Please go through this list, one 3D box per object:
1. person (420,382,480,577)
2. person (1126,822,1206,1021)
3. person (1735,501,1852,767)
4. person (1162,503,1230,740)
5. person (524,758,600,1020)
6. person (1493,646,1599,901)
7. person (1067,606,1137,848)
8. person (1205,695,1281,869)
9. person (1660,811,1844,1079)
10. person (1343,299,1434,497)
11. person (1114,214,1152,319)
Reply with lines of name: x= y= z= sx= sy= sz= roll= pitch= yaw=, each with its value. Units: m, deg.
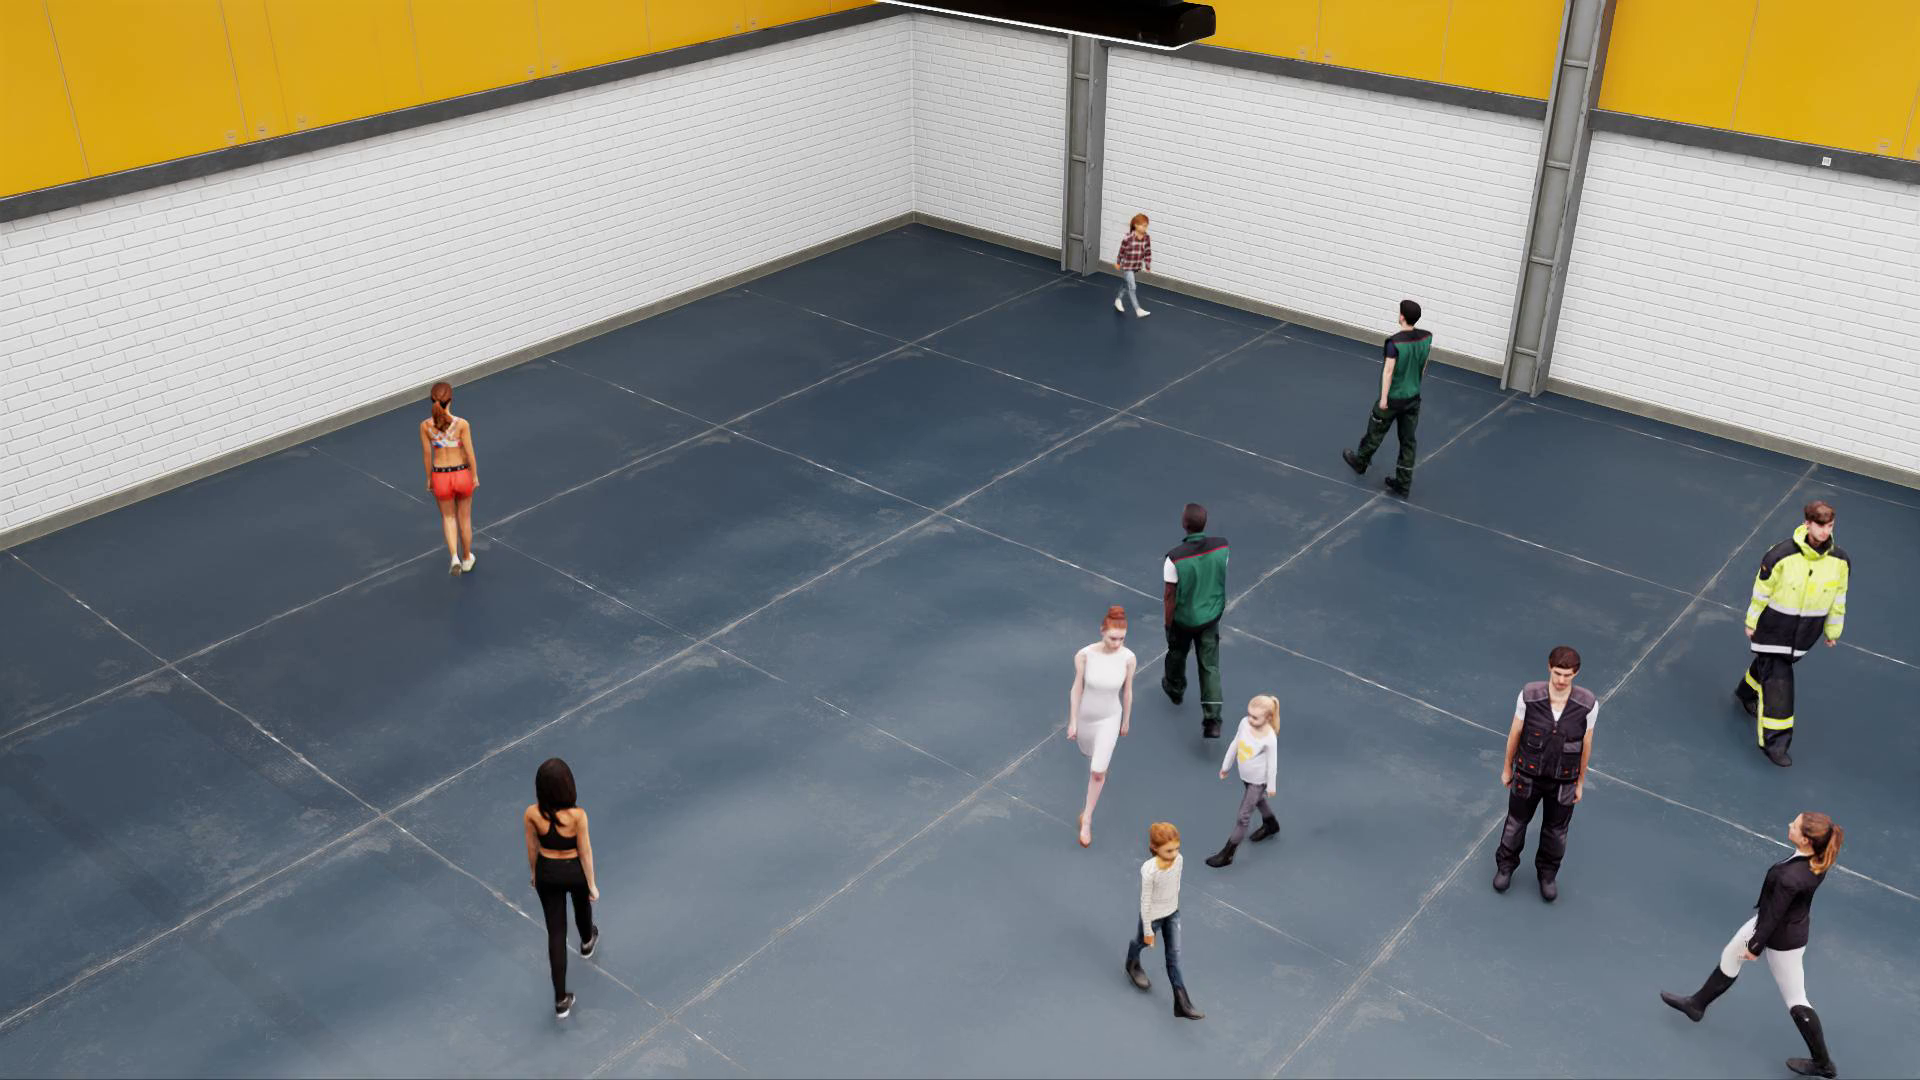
person: x=-4.325 y=-0.461 z=14.125 sx=0.867 sy=1.776 sz=0.947 roll=-5 pitch=29 yaw=-8
person: x=1.123 y=2.176 z=9.801 sx=0.666 sy=1.287 sz=0.957 roll=-17 pitch=33 yaw=-29
person: x=5.985 y=0.570 z=12.067 sx=1.295 sy=1.937 sz=1.335 roll=-1 pitch=29 yaw=-2
person: x=1.752 y=0.625 z=12.112 sx=1.161 sy=1.797 sz=1.307 roll=-5 pitch=29 yaw=-9
person: x=-2.342 y=2.037 z=9.721 sx=1.045 sy=1.606 sz=1.077 roll=-1 pitch=29 yaw=-2
person: x=3.720 y=1.454 z=10.541 sx=0.648 sy=1.846 sz=0.787 roll=9 pitch=30 yaw=15
person: x=0.926 y=1.170 z=11.154 sx=1.100 sy=1.758 sz=1.015 roll=6 pitch=29 yaw=11
person: x=1.993 y=1.544 z=11.001 sx=0.786 sy=1.247 sz=0.909 roll=-14 pitch=32 yaw=-24
person: x=4.623 y=2.273 z=9.213 sx=1.198 sy=1.679 sz=0.565 roll=23 pitch=36 yaw=35
person: x=4.175 y=-1.302 z=15.565 sx=0.987 sy=1.873 sz=1.185 roll=-13 pitch=31 yaw=-22
person: x=1.999 y=-3.295 z=19.860 sx=0.719 sy=1.258 sz=0.962 roll=-13 pitch=31 yaw=-23
